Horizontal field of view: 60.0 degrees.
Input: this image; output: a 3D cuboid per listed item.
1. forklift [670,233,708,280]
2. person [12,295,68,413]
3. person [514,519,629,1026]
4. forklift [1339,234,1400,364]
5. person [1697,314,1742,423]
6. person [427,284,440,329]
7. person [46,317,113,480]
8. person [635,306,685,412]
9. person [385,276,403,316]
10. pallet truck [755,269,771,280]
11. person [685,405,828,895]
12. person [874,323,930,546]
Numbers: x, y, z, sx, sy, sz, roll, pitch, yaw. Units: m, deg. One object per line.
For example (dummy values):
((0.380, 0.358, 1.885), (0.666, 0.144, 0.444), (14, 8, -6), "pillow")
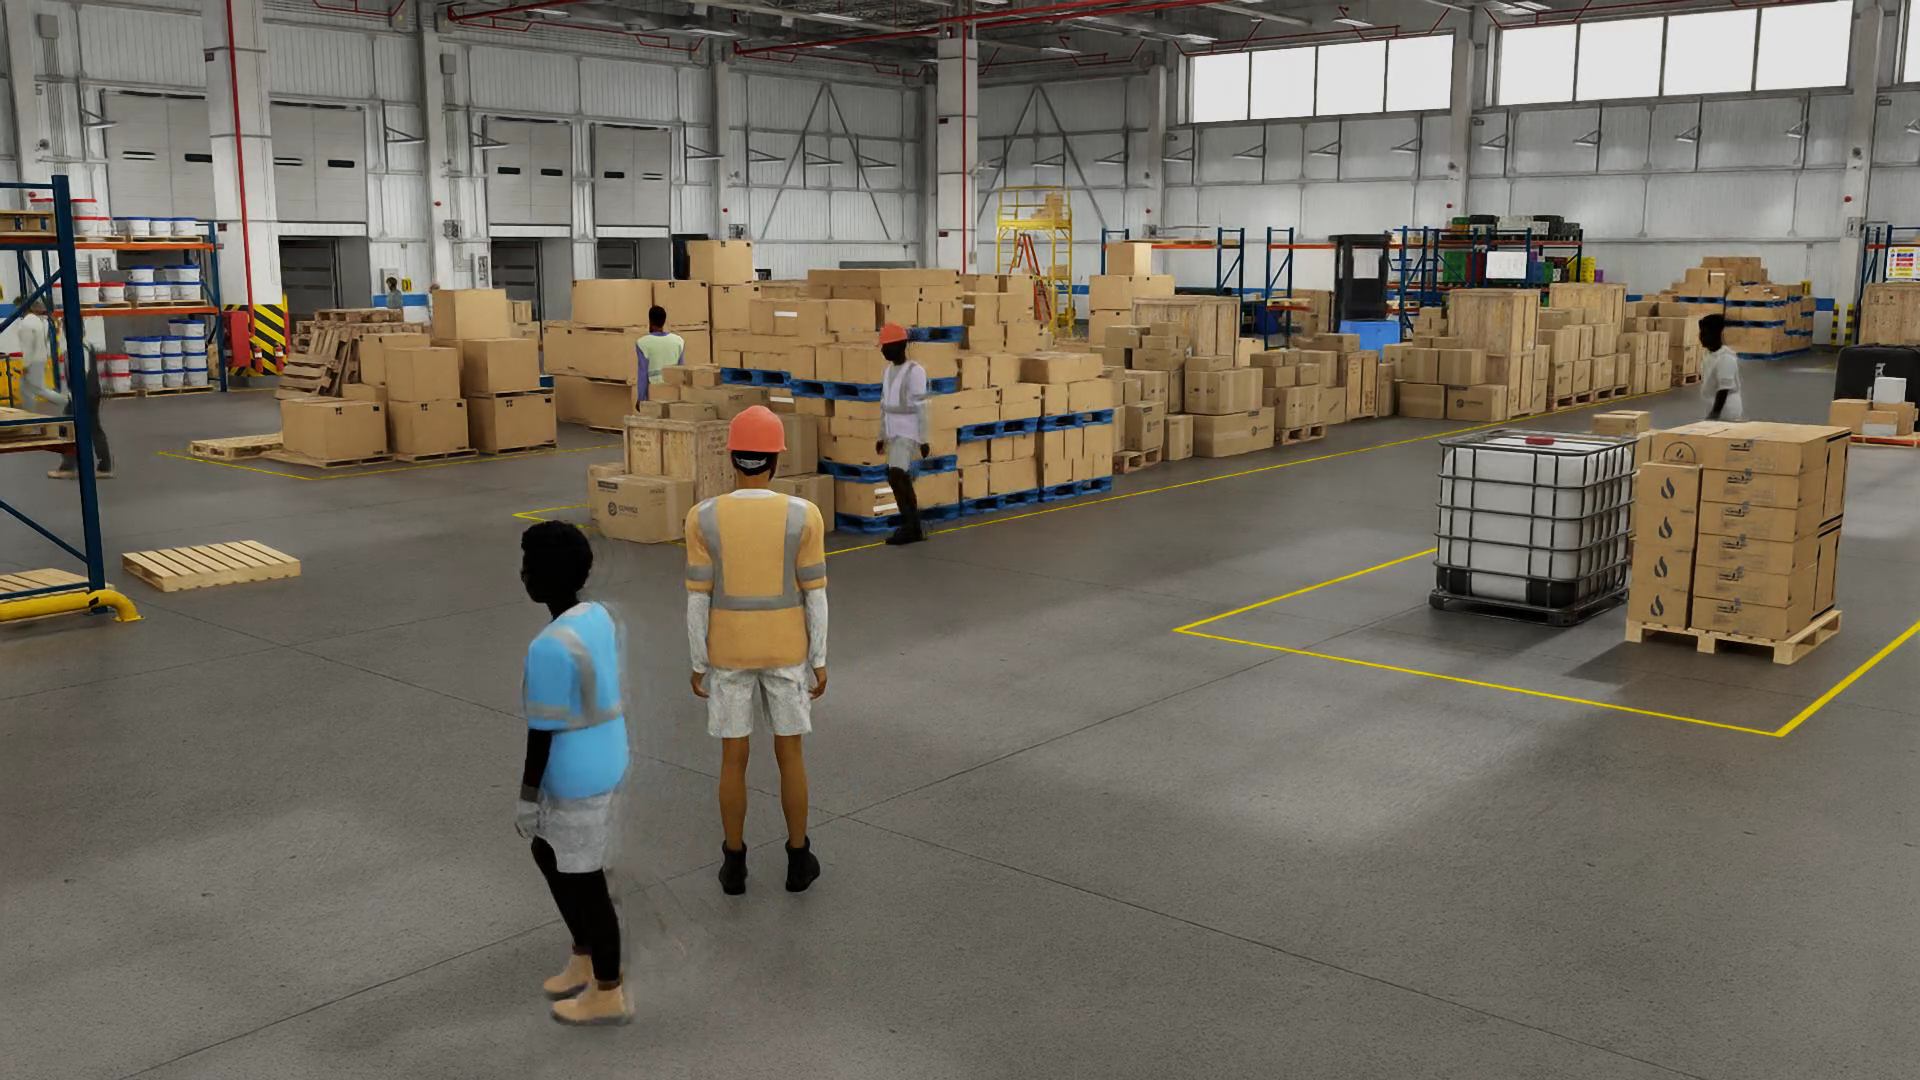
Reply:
((-5.348, -4.666, 32.959), (1.873, 2.768, 1.129), (-8, 13, -39), "forklift")
((-12.938, -2.492, 23.401), (0.907, 1.907, 0.649), (-4, 11, -20), "person")
((-1.303, 0.767, 5.404), (0.457, 1.679, 0.556), (1, 10, 4), "person")
((8.239, -4.823, 33.851), (1.129, 2.768, 1.873), (0, 10, -1), "forklift")
((7.400, -1.249, 16.269), (0.826, 1.901, 0.622), (0, 10, 3), "person")
((-13.603, -5.803, 43.007), (0.529, 1.624, 0.495), (5, 11, 26), "person")
((-9.750, -1.555, 18.260), (0.777, 1.816, 0.528), (0, 10, -2), "person")
((-3.275, -1.598, 18.224), (0.587, 1.920, 0.392), (-9, 13, -40), "person")
((-12.167, -4.696, 35.805), (0.357, 1.938, 0.637), (-7, 12, -33), "person")
((-4.996, -6.432, 45.525), (1.885, 1.965, 0.823), (-6, 12, -32), "pallet truck")
((-0.798, 0.437, 6.587), (0.552, 1.935, 0.373), (-1, 10, -4), "person")
((-0.559, -0.898, 14.260), (0.599, 1.907, 0.566), (-7, 12, -34), "person")
